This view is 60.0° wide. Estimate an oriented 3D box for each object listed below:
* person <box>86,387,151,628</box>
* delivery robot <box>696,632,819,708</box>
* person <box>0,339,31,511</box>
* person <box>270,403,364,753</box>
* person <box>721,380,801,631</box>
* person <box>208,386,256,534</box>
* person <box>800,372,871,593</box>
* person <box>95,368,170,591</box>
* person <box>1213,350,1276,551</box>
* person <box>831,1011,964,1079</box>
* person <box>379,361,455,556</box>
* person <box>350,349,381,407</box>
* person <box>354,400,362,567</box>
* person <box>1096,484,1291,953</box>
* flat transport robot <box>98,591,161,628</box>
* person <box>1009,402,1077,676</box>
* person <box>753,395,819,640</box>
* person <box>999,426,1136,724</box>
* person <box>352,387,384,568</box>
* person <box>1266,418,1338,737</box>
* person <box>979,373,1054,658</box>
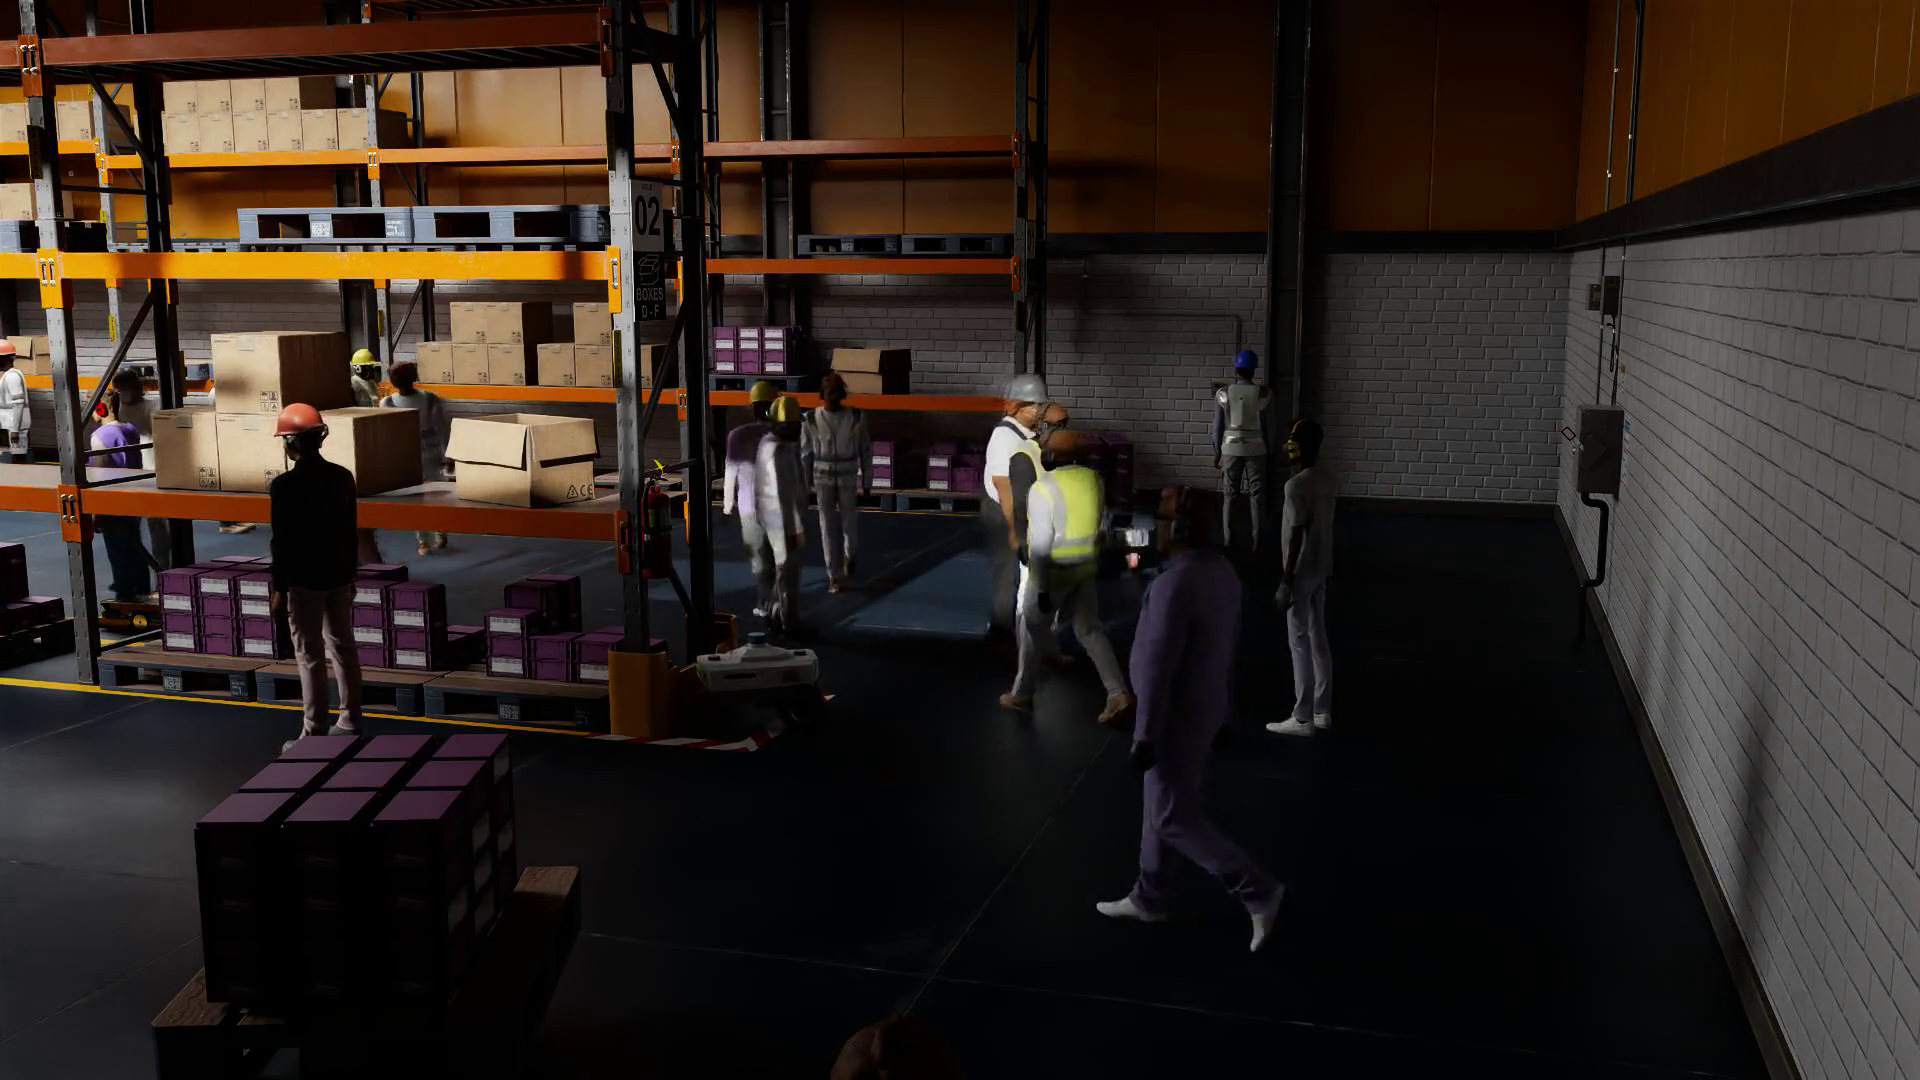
[{"bbox_3d":[-6.412,-0.250,12.712,0.378,1.836,0.561,0,9,-1],"label":"person"},{"bbox_3d":[-1.215,0.795,9.949,0.707,0.478,0.477,-2,10,-14],"label":"delivery robot"},{"bbox_3d":[-10.708,-1.298,18.797,0.376,1.934,0.548,-5,11,-29],"label":"person"},{"bbox_3d":[-3.643,0.223,9.377,0.401,1.986,0.613,3,10,19],"label":"person"},{"bbox_3d":[-1.473,-0.268,12.655,0.585,1.897,0.866,-5,11,-28],"label":"person"},{"bbox_3d":[-7.531,-0.975,17.147,0.339,1.840,0.512,0,9,-1],"label":"person"},{"bbox_3d":[-1.055,-0.497,14.128,0.597,1.870,0.537,-1,9,-4],"label":"person"},{"bbox_3d":[-6.933,-0.492,14.009,0.786,1.909,0.473,0,9,-1],"label":"person"},{"bbox_3d":[2.749,-0.860,16.085,0.604,1.949,0.398,3,10,16],"label":"person"},{"bbox_3d":[-0.098,1.510,2.599,0.503,1.631,0.283,-1,9,-4],"label":"person"},{"bbox_3d":[-5.161,-0.763,15.840,0.671,1.850,0.398,-4,10,-25],"label":"person"},{"bbox_3d":[-6.628,-1.214,18.597,0.404,1.833,0.592,0,9,3],"label":"person"},{"bbox_3d":[-5.601,-0.619,14.824,1.018,1.874,0.658,6,11,33],"label":"person"},{"bbox_3d":[0.944,0.713,6.698,0.800,1.886,0.649,4,10,25],"label":"person"},{"bbox_3d":[-5.764,0.534,12.692,1.431,0.197,0.652,2,10,15],"label":"flat transport robot"},{"bbox_3d":[0.593,-0.015,11.270,0.429,1.839,0.634,7,11,36],"label":"person"},{"bbox_3d":[-1.284,-0.157,12.200,0.446,1.817,0.609,-2,9,-11],"label":"person"},{"bbox_3d":[0.671,0.213,10.037,0.613,1.802,0.945,-7,12,-38],"label":"person"},{"bbox_3d":[-4.760,-0.292,12.928,1.030,1.847,0.643,4,10,23],"label":"person"},{"bbox_3d":[2.019,0.220,9.757,0.313,1.864,0.530,8,12,41],"label":"person"},{"bbox_3d":[0.417,-0.180,11.661,0.549,2.000,0.751,2,10,14],"label":"person"}]
